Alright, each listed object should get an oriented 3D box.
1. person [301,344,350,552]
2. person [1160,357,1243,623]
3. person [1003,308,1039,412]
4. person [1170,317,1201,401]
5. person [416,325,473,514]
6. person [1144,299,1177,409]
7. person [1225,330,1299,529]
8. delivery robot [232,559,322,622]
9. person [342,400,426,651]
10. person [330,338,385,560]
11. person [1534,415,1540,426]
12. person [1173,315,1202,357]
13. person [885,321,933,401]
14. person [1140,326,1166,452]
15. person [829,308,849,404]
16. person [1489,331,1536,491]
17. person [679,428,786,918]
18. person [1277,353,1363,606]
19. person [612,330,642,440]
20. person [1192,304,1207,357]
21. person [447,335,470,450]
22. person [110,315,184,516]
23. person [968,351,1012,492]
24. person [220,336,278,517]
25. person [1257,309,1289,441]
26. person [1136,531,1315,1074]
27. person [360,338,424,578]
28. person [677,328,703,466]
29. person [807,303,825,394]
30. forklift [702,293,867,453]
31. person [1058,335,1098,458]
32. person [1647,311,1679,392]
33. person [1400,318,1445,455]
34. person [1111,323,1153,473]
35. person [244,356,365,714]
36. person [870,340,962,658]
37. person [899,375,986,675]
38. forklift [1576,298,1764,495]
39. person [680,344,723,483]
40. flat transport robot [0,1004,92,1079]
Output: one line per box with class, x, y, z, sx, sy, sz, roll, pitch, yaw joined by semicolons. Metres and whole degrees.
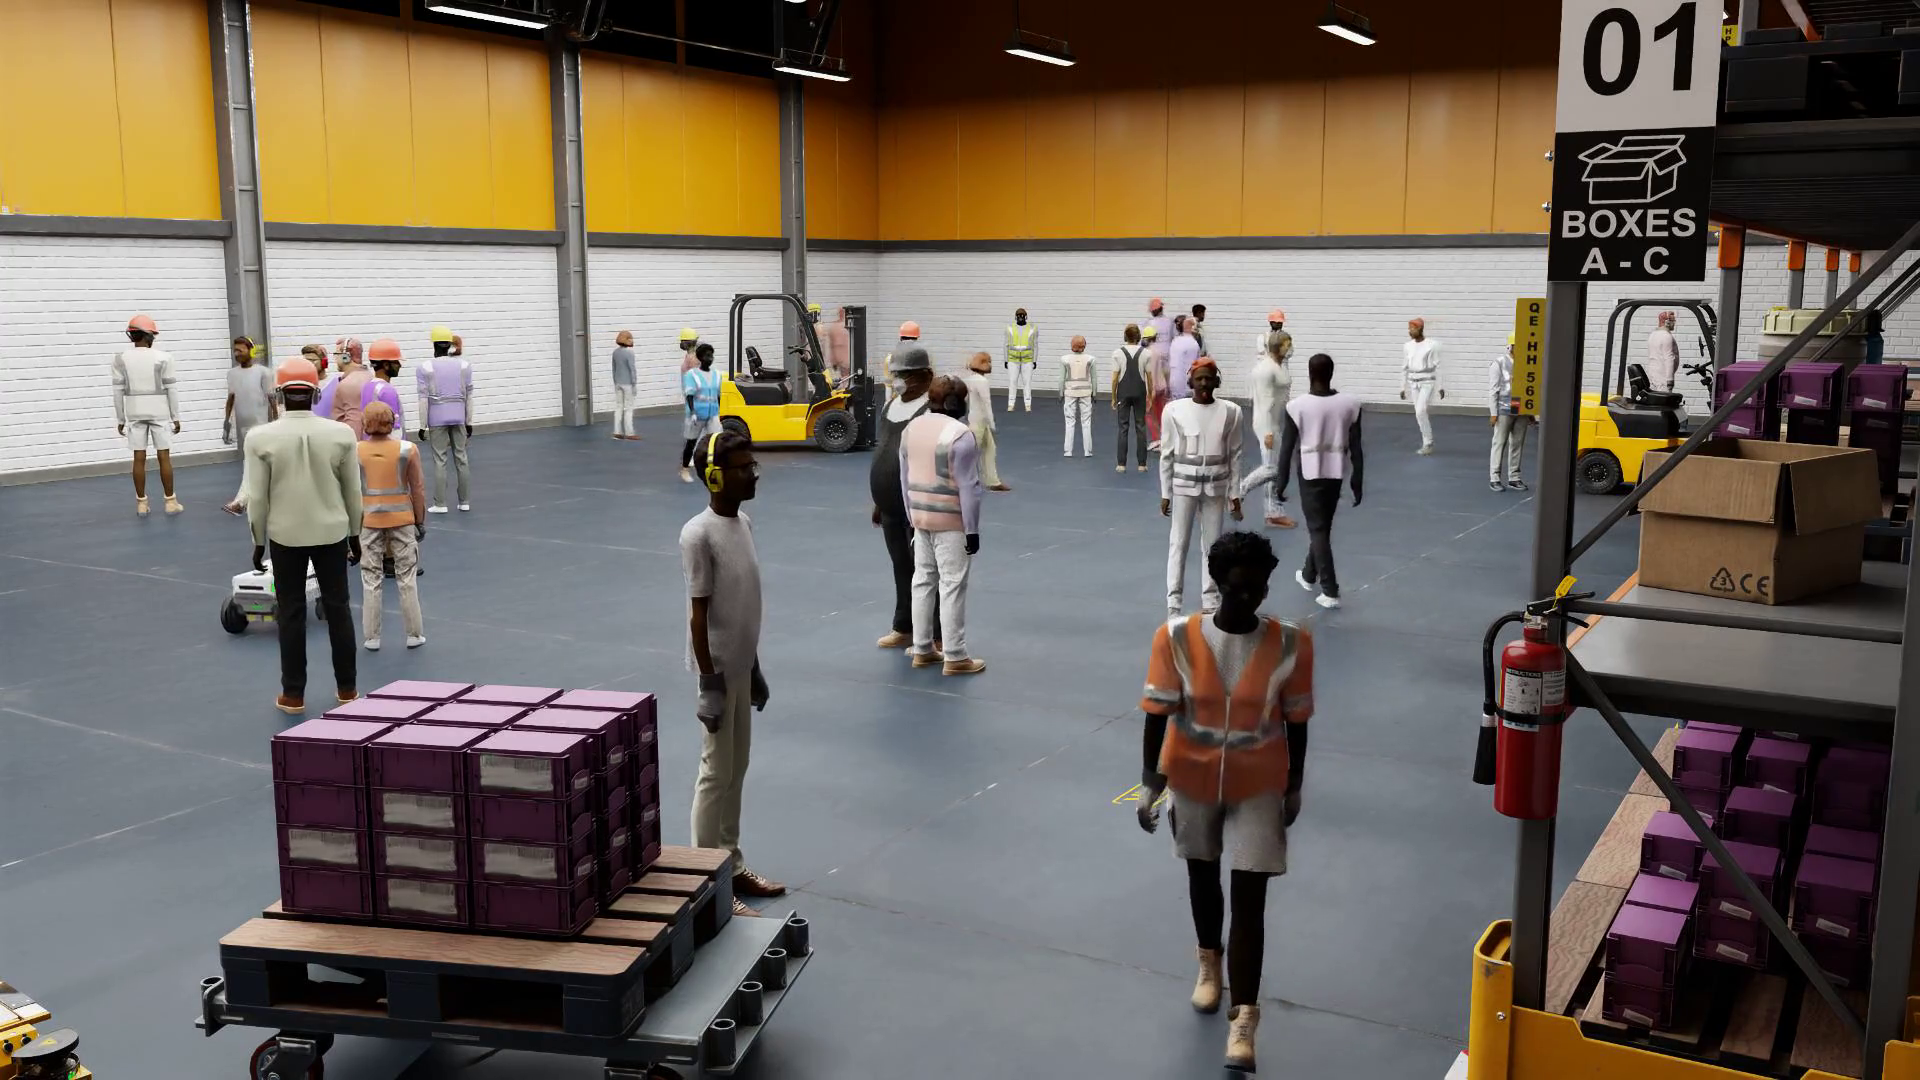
person;-5.560;-0.785;14.524;0.565;1.846;0.389;2;9;14
person;1.676;-0.333;11.591;0.575;1.882;0.361;0;9;-1
person;1.080;-3.197;29.597;0.627;1.844;0.429;0;9;3
person;2.998;-2.028;22.188;0.452;1.877;0.667;-3;10;-18
person;-5.273;-1.228;17.039;0.588;1.927;0.370;-8;12;-39
person;3.656;-3.353;30.099;0.692;2.007;0.461;-3;10;-18
person;2.947;-1.064;16.031;0.619;1.923;0.637;5;10;28
delivery robot;-4.696;0.296;11.505;0.477;0.478;0.707;2;9;10
person;-3.736;-0.088;10.824;0.513;1.638;0.307;-3;9;-16
person;-5.214;-0.786;14.347;0.401;1.907;0.646;0;9;-3
person;9.391;-2.713;26.649;0.607;1.813;0.532;0;9;0
person;3.933;-2.923;28.138;1.041;1.781;0.649;-7;11;-35
person;-0.550;-1.430;18.264;0.544;1.939;0.354;1;9;7
person;2.661;-2.067;22.880;0.502;1.731;0.544;3;10;17
person;-2.033;-3.167;29.307;0.723;1.873;0.604;7;11;37
person;6.265;-1.466;18.815;0.591;1.833;0.404;-3;10;-17
person;-0.871;0.511;6.347;0.328;1.877;0.512;2;9;12
person;2.698;-0.471;12.538;0.600;1.855;1.033;-2;9;-9
person;-4.933;-2.281;24.530;0.506;1.633;0.268;8;12;42
person;4.247;-3.290;30.080;0.949;1.940;0.632;4;10;26
person;-7.030;-2.039;23.103;0.527;1.598;0.648;2;9;11
person;-8.250;-1.261;16.905;0.605;2.037;0.394;-2;9;-13
person;0.163;-1.307;18.552;0.810;1.600;0.504;-1;9;-7
person;-7.263;-1.163;16.955;0.554;1.819;0.995;3;9;16
person;4.597;-2.400;24.319;0.543;1.939;0.360;-4;10;-24
person;0.828;0.796;5.226;0.541;1.651;0.881;2;9;13
person;-4.622;-0.661;13.471;0.358;1.937;0.549;-8;12;-40
person;-3.449;-1.824;21.264;0.310;1.768;0.533;-2;9;-13
person;-2.592;-3.268;29.759;0.354;1.930;0.594;-4;10;-22
forklift;-2.458;-2.344;23.176;2.313;2.155;1.214;0;9;-2
person;1.572;-1.911;22.200;0.525;1.639;0.307;0;9;0
person;10.310;-2.392;24.370;0.410;1.909;0.643;0;9;-2
person;6.276;-2.081;22.582;0.520;1.855;0.622;-6;11;-31
person;2.123;-1.745;20.526;0.514;1.841;0.327;0;9;3
person;-3.663;-0.023;9.331;0.621;1.993;0.393;-5;11;-31
person;-0.331;-0.273;10.724;0.536;2.000;0.695;-8;12;-41
person;-0.090;-0.096;10.245;0.429;1.839;0.633;-8;12;-41
forklift;7.954;-1.589;18.462;2.313;2.155;1.214;5;11;30
person;-2.978;-1.449;19.282;0.546;1.652;0.893;-7;12;-38
flat transport robot;-3.301;1.514;5.078;1.431;0.197;0.652;7;12;39
